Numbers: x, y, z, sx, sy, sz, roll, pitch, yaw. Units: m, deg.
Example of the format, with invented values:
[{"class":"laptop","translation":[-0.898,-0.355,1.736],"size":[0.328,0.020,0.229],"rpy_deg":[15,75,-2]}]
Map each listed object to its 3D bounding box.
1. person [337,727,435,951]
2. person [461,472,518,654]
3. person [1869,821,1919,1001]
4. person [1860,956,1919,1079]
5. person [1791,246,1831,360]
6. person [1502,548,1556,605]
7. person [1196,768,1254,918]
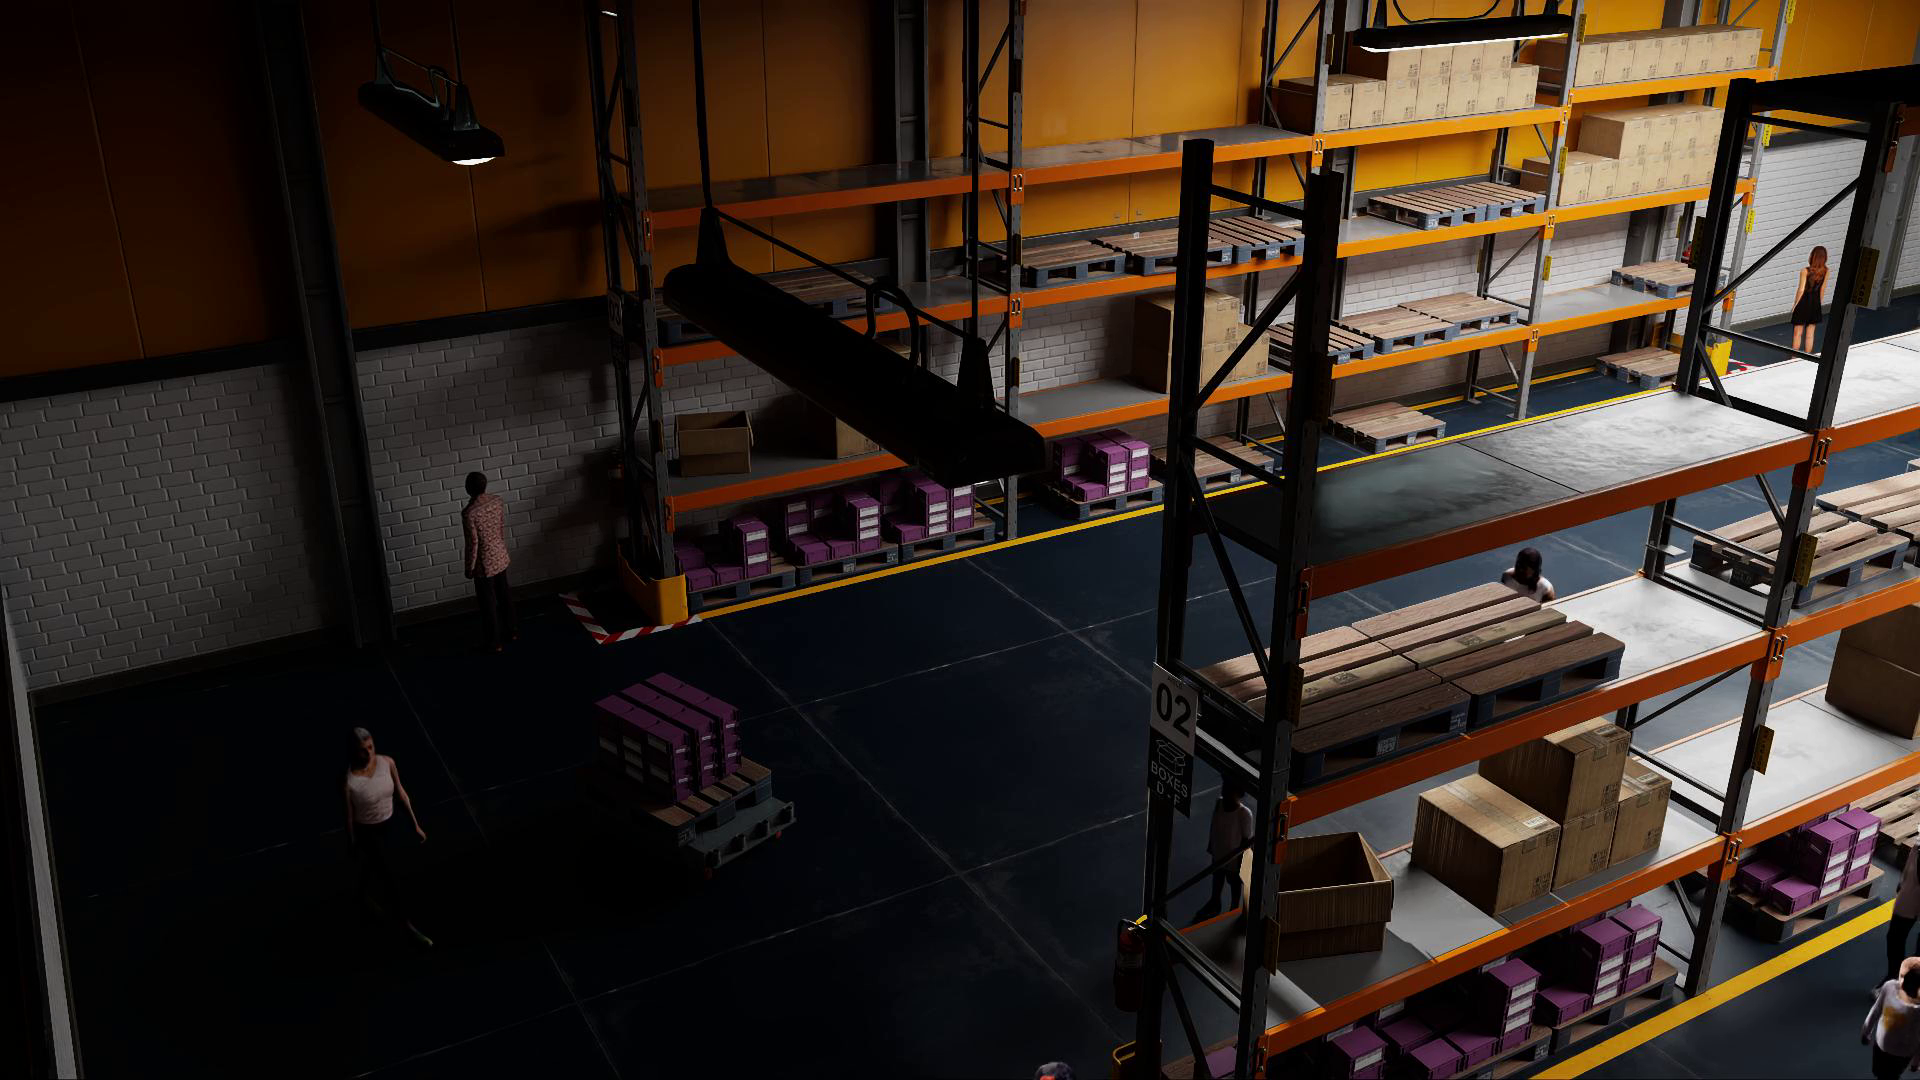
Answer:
[{"class":"person","translation":[-4.191,2.048,11.790],"size":[1.038,1.654,1.192],"rpy_deg":[15,28,31]},{"class":"person","translation":[-4.492,0.196,15.835],"size":[0.833,1.808,0.736],"rpy_deg":[10,26,22]},{"class":"person","translation":[6.491,2.337,10.997],"size":[0.611,1.759,0.659],"rpy_deg":[-13,27,-28]},{"class":"person","translation":[5.673,3.033,10.023],"size":[0.894,1.264,0.529],"rpy_deg":[-11,26,-23]},{"class":"person","translation":[12.136,-3.304,23.809],"size":[0.603,1.834,0.719],"rpy_deg":[-1,24,-3]},{"class":"person","translation":[4.939,0.824,14.576],"size":[0.948,1.665,0.779],"rpy_deg":[-22,32,-40]},{"class":"person","translation":[1.937,2.188,11.960],"size":[0.541,1.262,0.567],"rpy_deg":[22,32,40]}]
